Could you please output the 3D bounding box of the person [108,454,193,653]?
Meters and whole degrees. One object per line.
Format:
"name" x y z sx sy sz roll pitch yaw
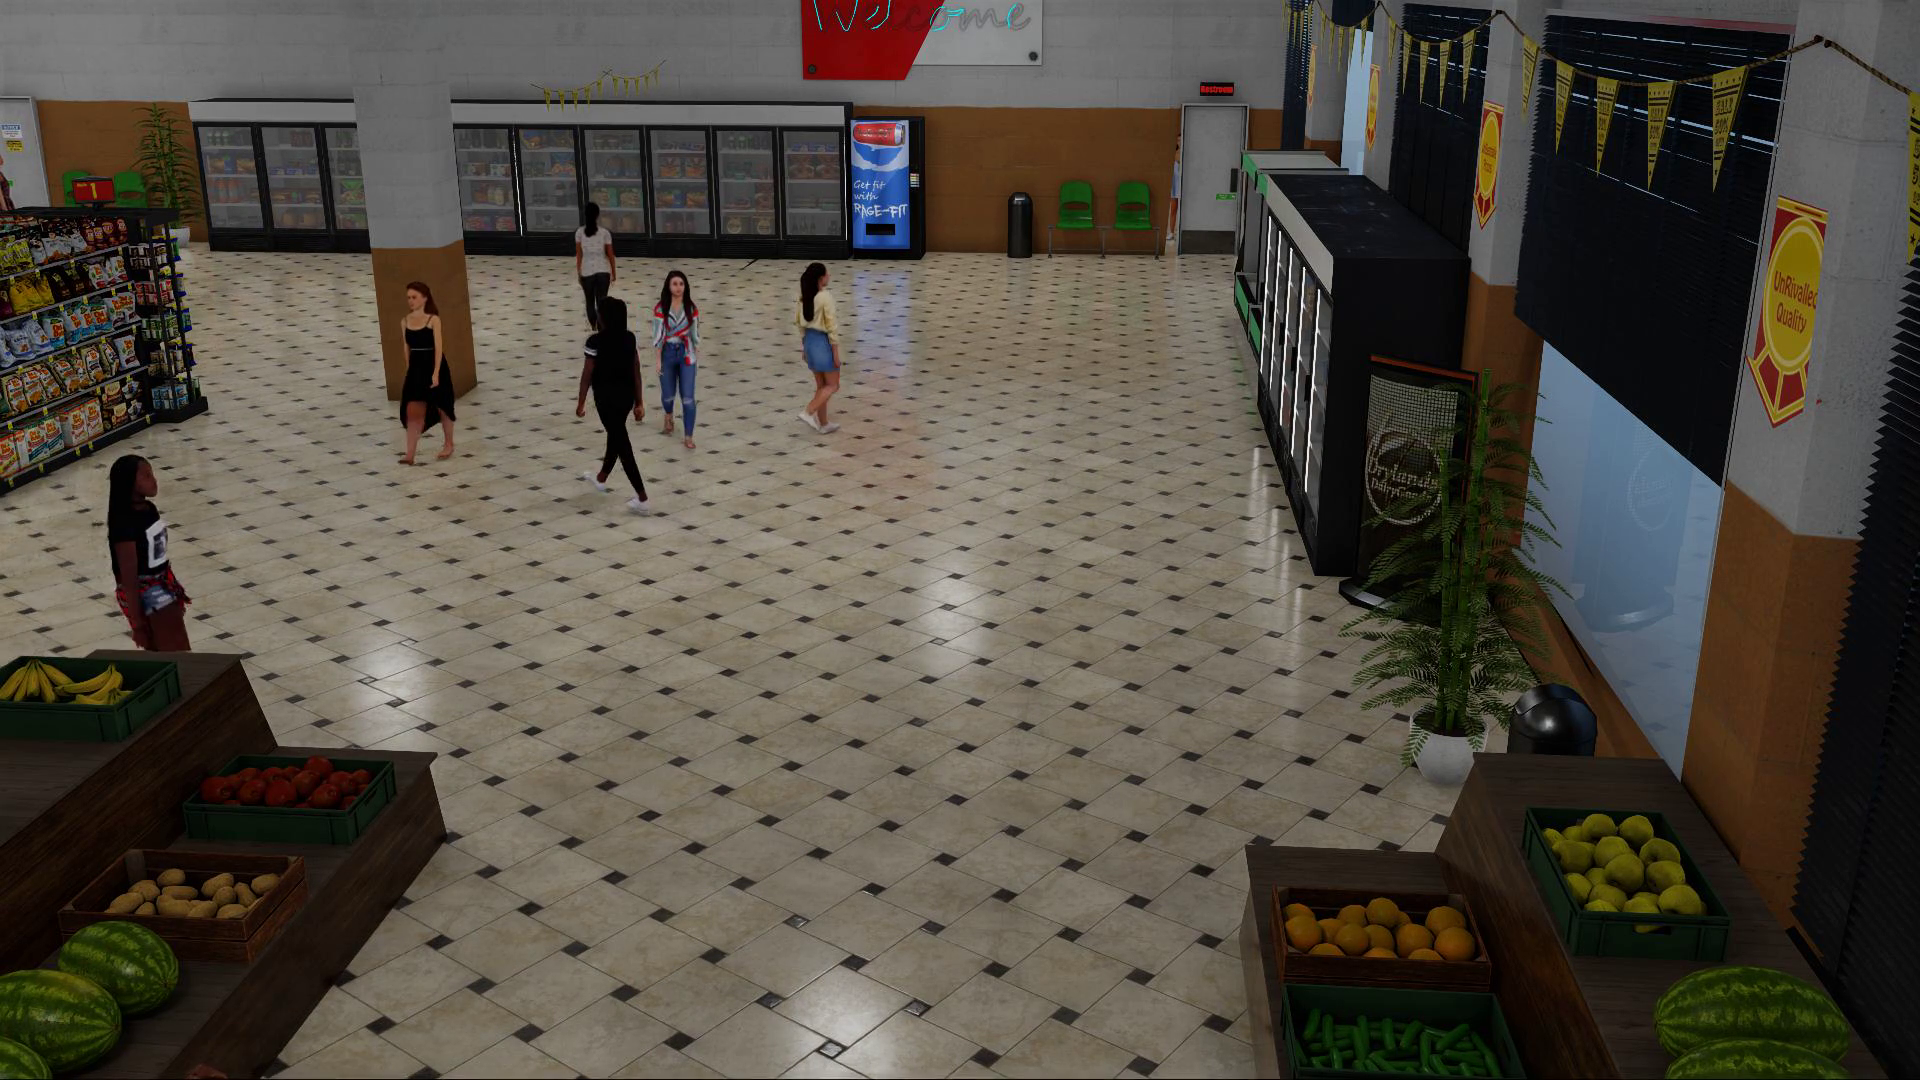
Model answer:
"person" -4.460 0.380 8.977 0.731 1.716 0.622 -4 19 -13

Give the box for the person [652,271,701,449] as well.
"person" -2.616 -1.665 15.245 0.818 1.588 1.103 -5 19 -13

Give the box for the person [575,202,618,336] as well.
"person" -4.255 -3.088 19.426 0.703 1.613 0.976 -2 19 -7

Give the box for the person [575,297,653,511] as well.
"person" -2.694 -1.038 13.239 1.135 1.680 1.181 16 24 39

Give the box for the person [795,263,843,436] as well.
"person" -1.347 -1.743 15.422 0.880 1.623 0.957 16 24 39

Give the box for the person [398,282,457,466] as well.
"person" -4.637 -1.471 14.671 0.596 1.586 1.025 3 19 8
